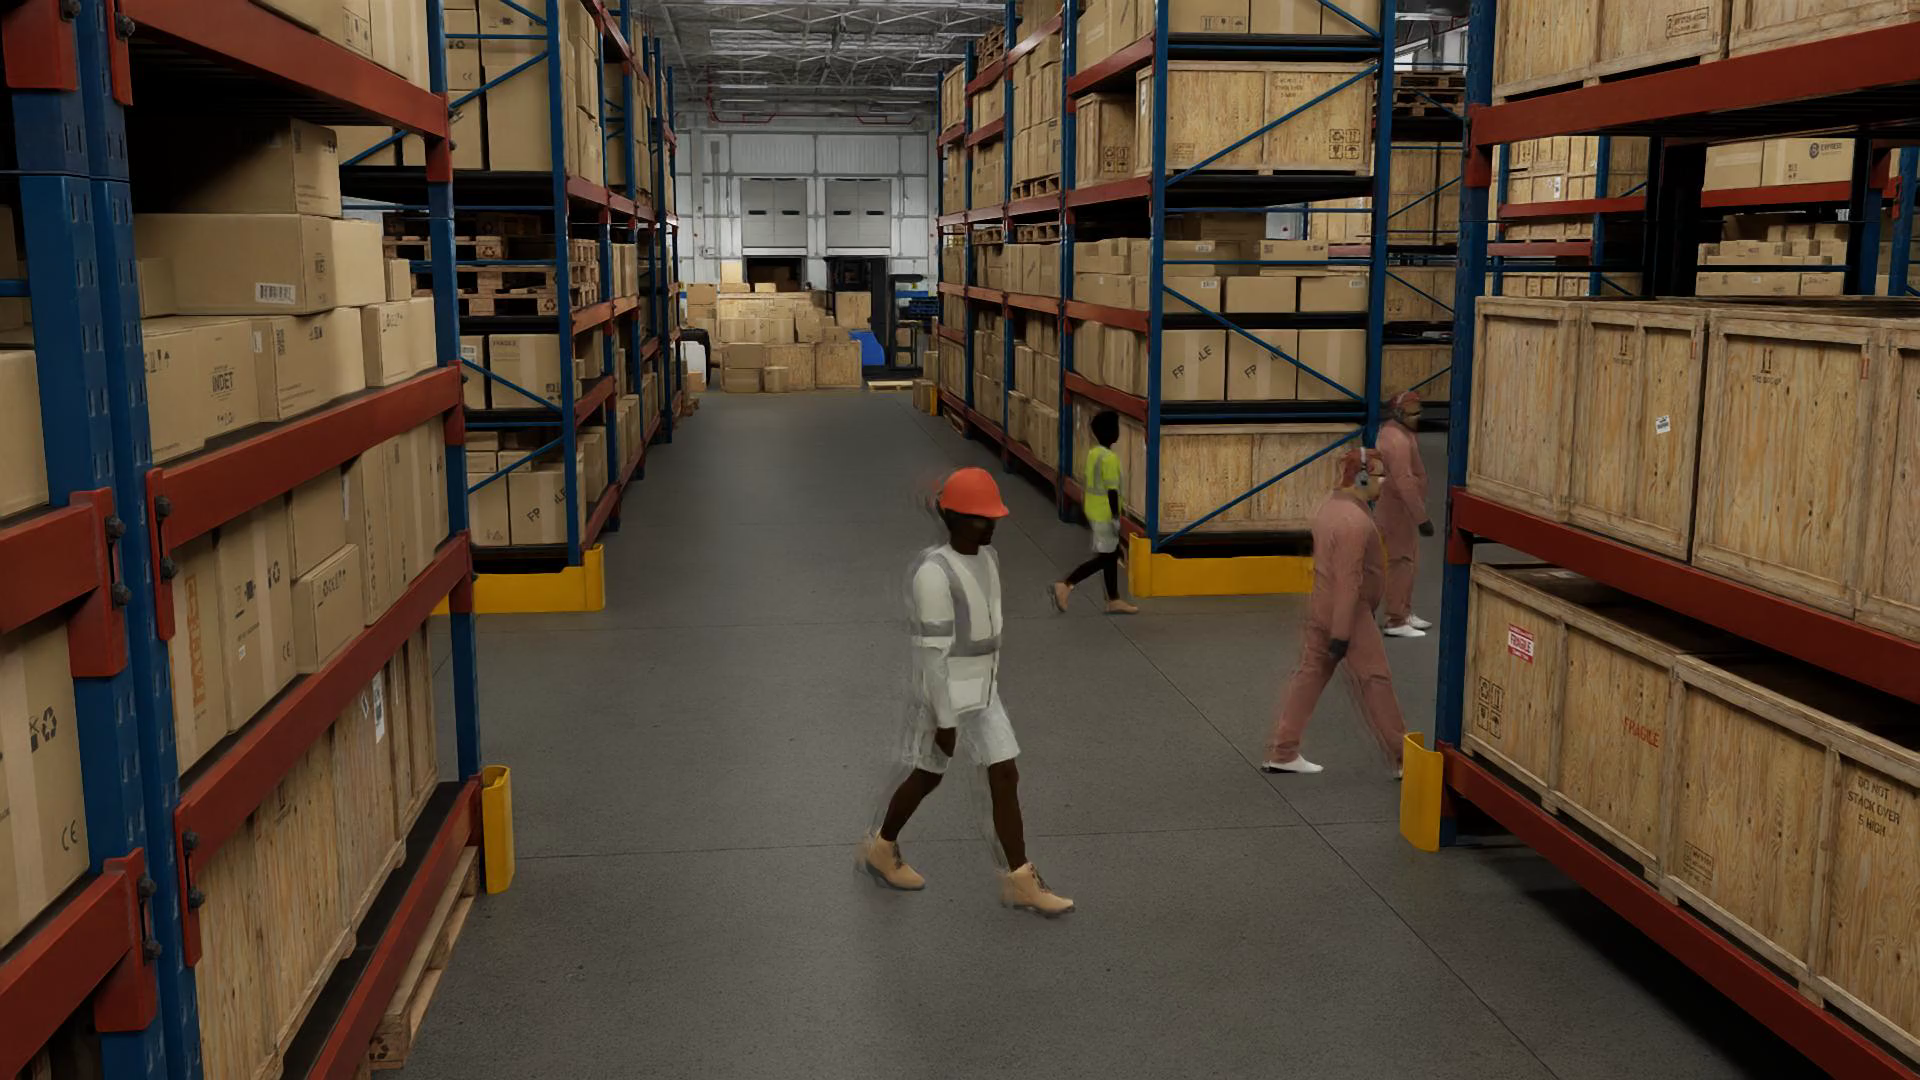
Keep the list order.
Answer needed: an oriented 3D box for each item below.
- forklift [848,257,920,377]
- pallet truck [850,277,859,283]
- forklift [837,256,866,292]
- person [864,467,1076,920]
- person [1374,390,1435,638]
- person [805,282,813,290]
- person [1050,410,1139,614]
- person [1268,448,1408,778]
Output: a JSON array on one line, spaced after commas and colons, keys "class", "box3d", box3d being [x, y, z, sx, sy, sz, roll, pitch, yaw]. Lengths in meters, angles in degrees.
[{"class": "forklift", "box3d": [-1.937, -5.254, 39.155, 1.873, 2.768, 1.129, -1, 10, -7]}, {"class": "pallet truck", "box3d": [-3.782, -9.391, 65.808, 1.885, 1.965, 0.823, 2, 10, 10]}, {"class": "forklift", "box3d": [-3.654, -8.205, 56.335, 1.129, 2.768, 1.873, -6, 12, -33]}, {"class": "person", "box3d": [-0.016, 0.660, 7.344, 1.059, 1.993, 0.630, 6, 11, 32]}, {"class": "person", "box3d": [3.388, -0.189, 12.563, 0.531, 1.888, 0.663, 2, 10, 12]}, {"class": "person", "box3d": [-5.404, -8.505, 60.910, 0.737, 1.914, 0.652, -6, 12, -32]}, {"class": "person", "box3d": [1.083, -0.204, 13.232, 0.701, 1.678, 0.539, -1, 10, -7]}, {"class": "person", "box3d": [2.192, 0.413, 9.162, 0.988, 1.848, 0.649, -1, 10, -5]}]
